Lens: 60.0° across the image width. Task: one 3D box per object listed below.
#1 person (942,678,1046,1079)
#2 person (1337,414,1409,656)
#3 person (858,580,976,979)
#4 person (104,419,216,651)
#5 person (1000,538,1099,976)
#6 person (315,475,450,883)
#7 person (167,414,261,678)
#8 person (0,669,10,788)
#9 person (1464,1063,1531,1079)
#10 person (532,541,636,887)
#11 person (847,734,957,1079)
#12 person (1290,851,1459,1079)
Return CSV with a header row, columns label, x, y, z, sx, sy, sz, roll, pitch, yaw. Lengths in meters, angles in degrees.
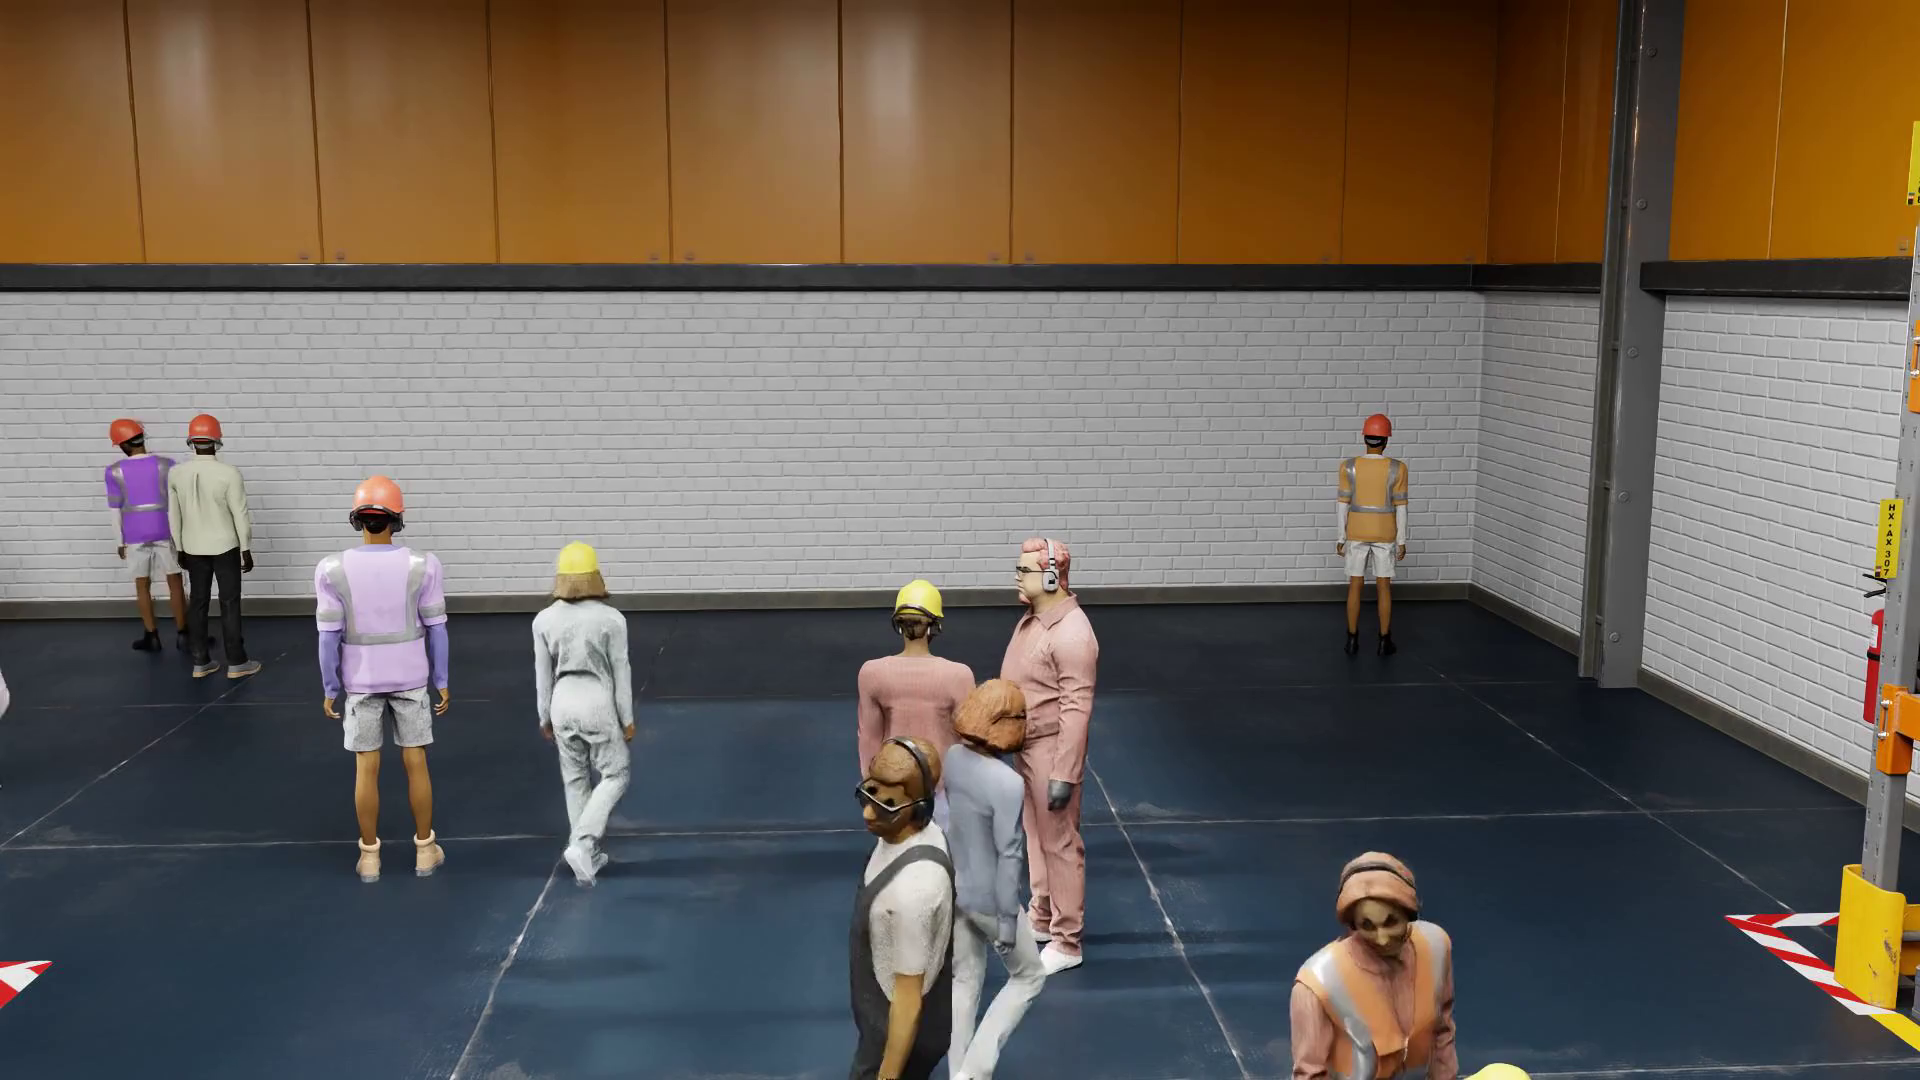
label,x,y,z,sx,sy,sz,roll,pitch,yaw
person,0.111,1.284,5.975,0.347,1.618,0.523,-6,11,-34
person,3.294,-0.041,13.297,0.553,1.935,0.362,3,10,19
person,-0.169,1.044,7.049,0.522,1.761,0.322,2,9,12
person,-6.460,-0.036,13.443,0.736,1.901,0.351,-3,10,-21
person,0.357,0.934,7.268,0.406,1.911,0.639,-2,9,-14
person,-2.882,0.693,8.354,0.615,2.041,0.376,-3,9,-17
person,-5.626,0.050,12.532,0.622,1.996,0.370,1,9,7
person,-5.768,0.591,9.484,0.446,1.891,0.647,2,9,12
person,0.818,1.709,2.635,0.590,1.833,0.404,1,9,5
person,-1.870,0.868,8.213,0.500,1.726,0.568,2,9,11
person,-0.186,1.398,4.657,0.591,1.810,0.552,0,9,-1
person,1.052,1.553,4.310,0.551,1.603,0.636,-6,11,-33
